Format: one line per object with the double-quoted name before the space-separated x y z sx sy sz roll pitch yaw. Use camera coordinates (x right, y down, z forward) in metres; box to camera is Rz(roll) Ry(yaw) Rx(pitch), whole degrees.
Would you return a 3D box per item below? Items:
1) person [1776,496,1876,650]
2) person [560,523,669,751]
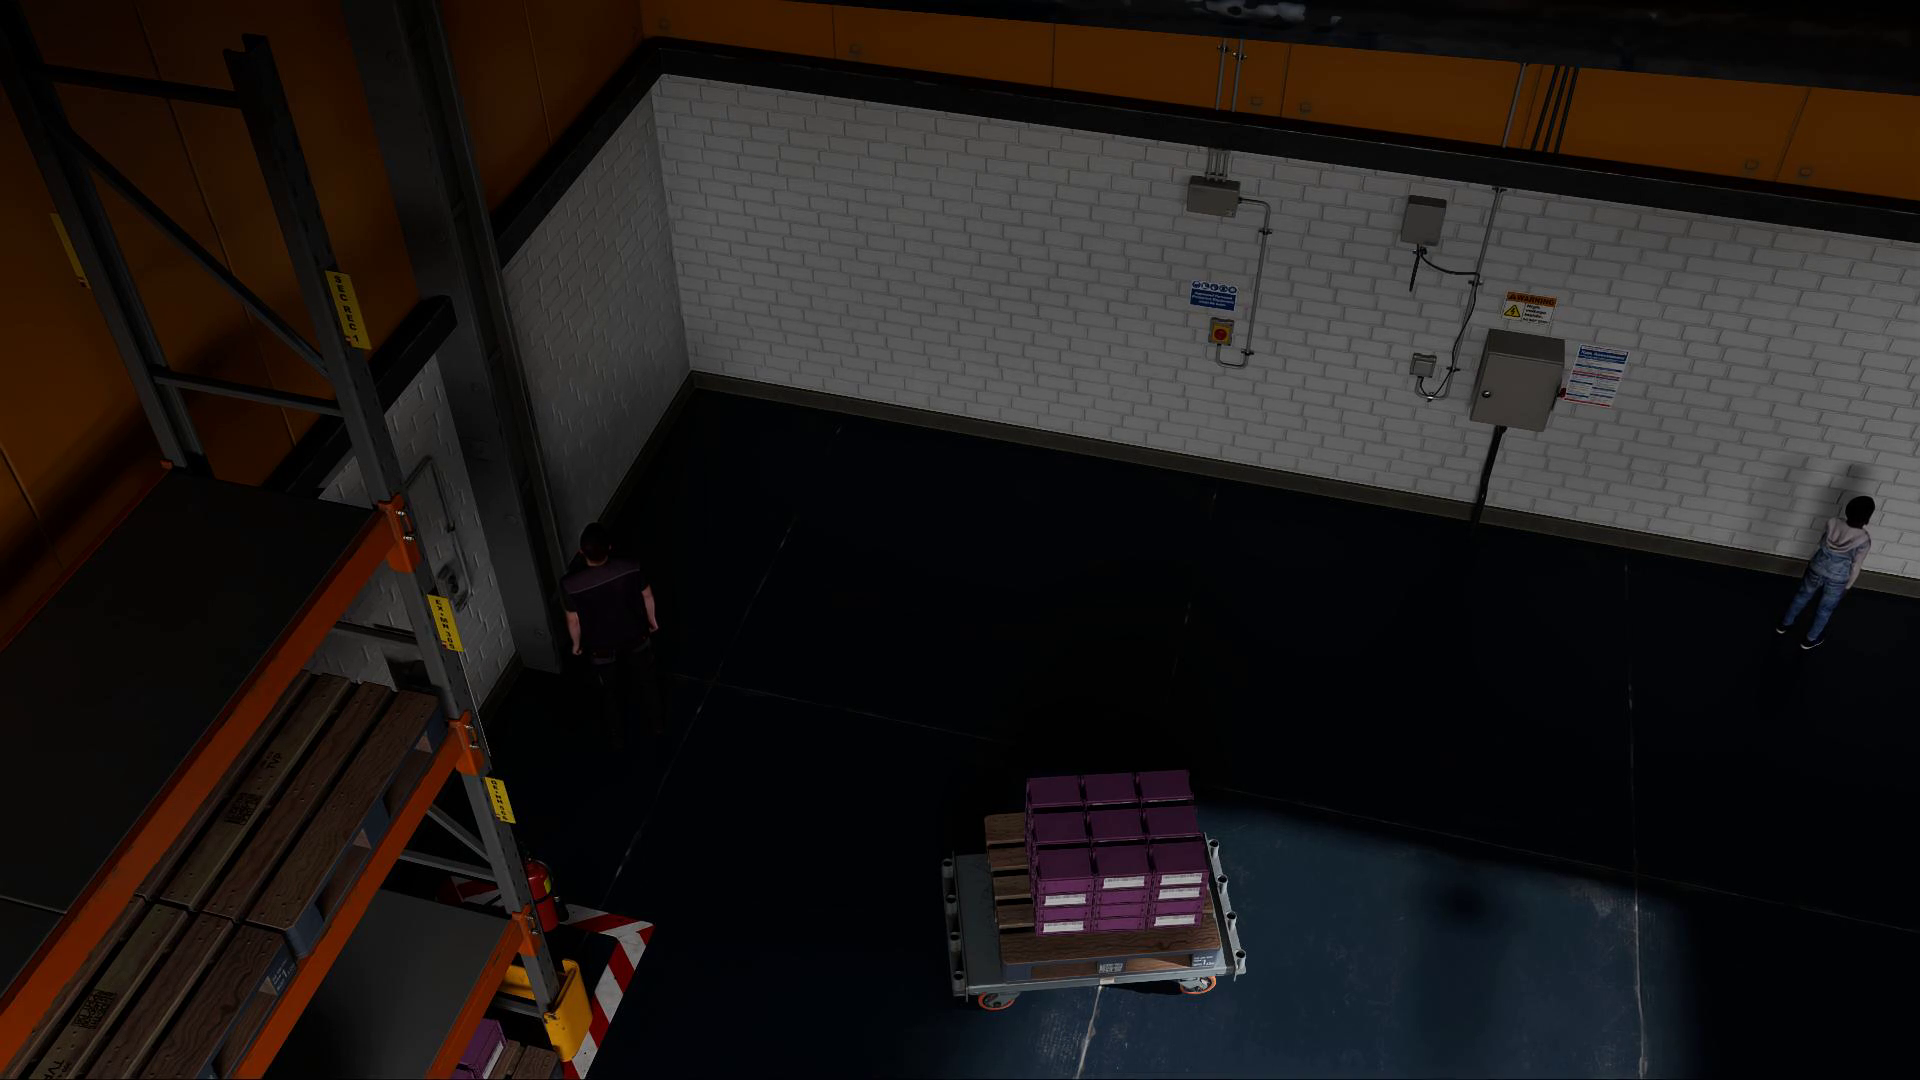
"person" 5.826 0.204 11.143 0.608 1.258 0.557 -27 50 -25
"person" -2.135 0.591 10.311 0.795 1.846 0.828 -17 46 -17
